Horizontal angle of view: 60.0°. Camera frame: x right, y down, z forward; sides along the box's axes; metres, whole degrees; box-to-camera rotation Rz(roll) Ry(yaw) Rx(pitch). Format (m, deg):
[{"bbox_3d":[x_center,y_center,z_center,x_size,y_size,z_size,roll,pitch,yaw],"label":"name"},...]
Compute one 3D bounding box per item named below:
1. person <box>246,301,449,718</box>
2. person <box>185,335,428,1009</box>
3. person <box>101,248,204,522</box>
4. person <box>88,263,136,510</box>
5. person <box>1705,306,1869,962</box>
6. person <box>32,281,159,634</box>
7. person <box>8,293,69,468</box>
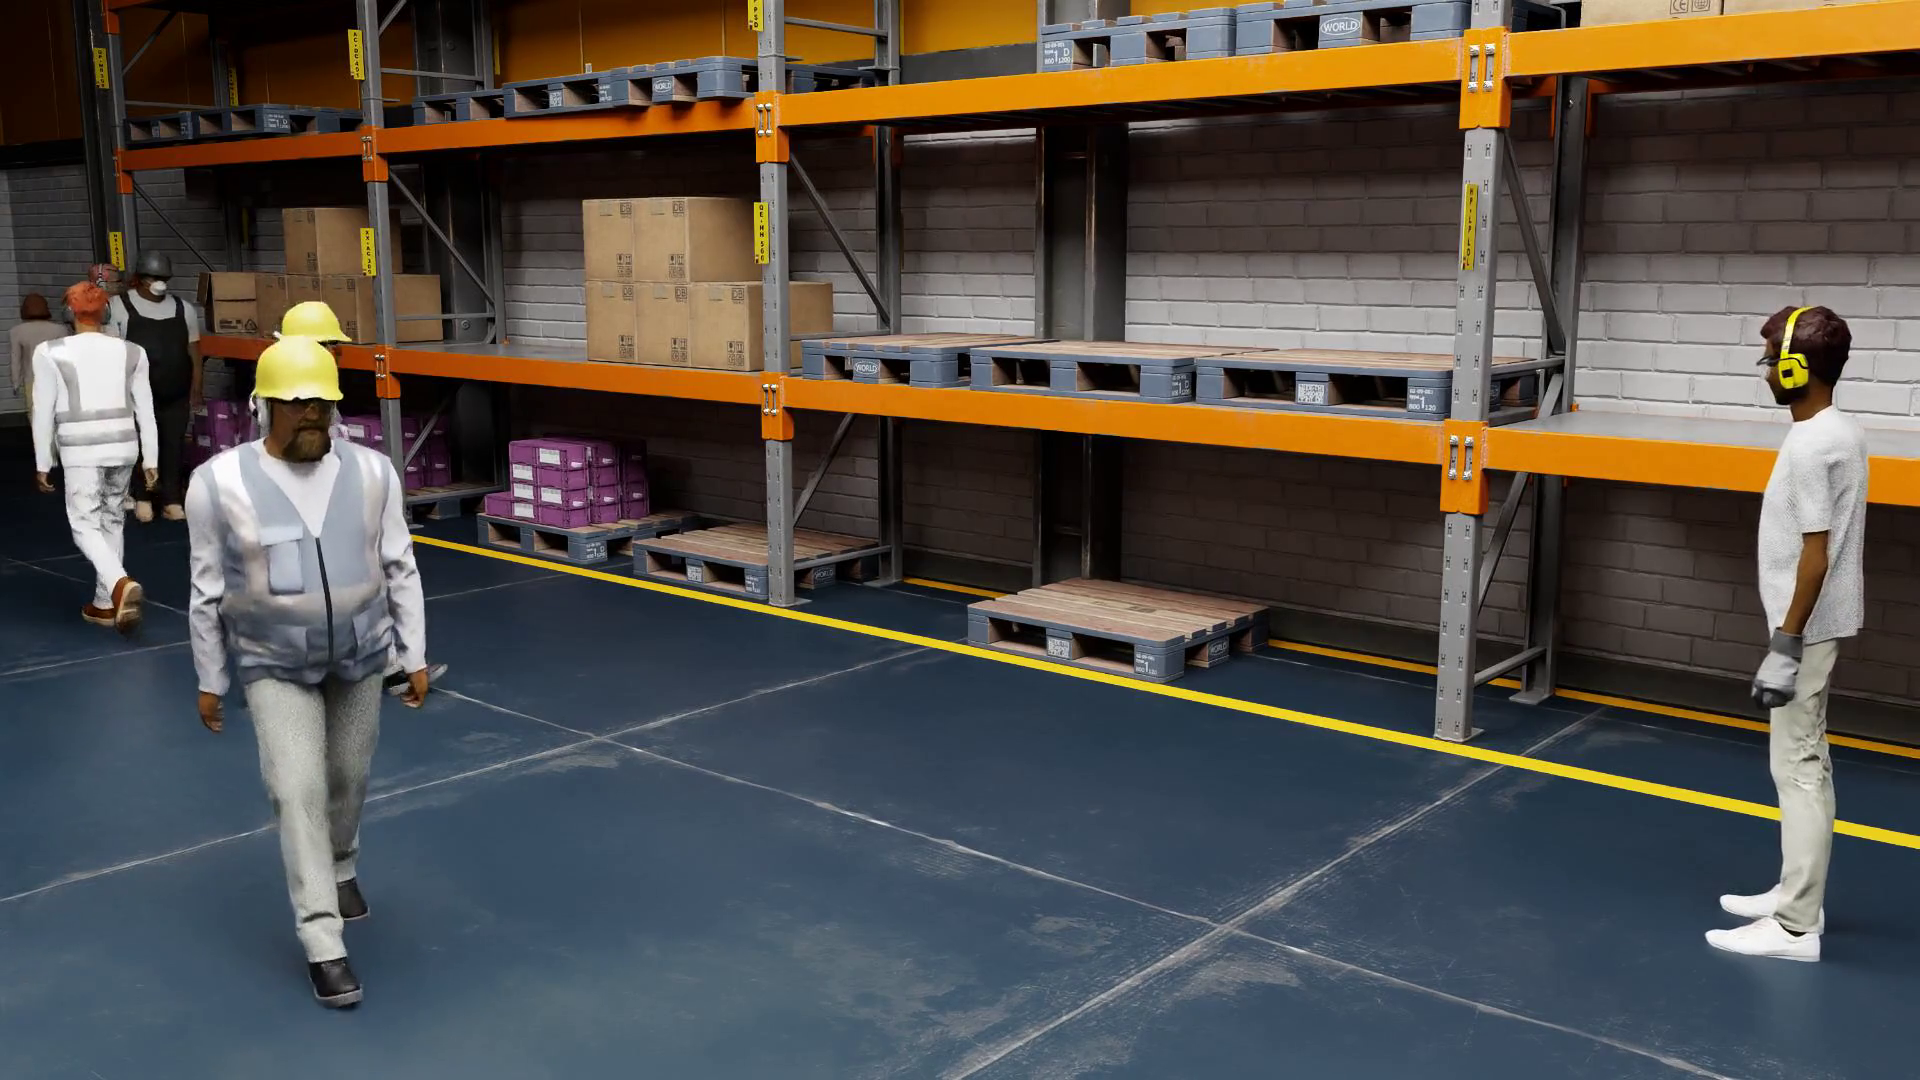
[{"bbox_3d":[-2.711,-0.126,7.222,0.908,1.786,0.608,-3,10,-16],"label":"person"},{"bbox_3d":[-1.812,0.319,4.690,0.613,1.793,0.848,-7,12,-36],"label":"person"},{"bbox_3d":[-5.910,-1.138,12.263,0.699,2.000,0.538,-10,14,-43],"label":"person"},{"bbox_3d":[-6.590,-1.189,12.932,0.403,1.906,0.652,-5,11,-27],"label":"person"},{"bbox_3d":[2.373,0.273,4.733,0.332,1.864,0.514,7,12,34],"label":"person"},{"bbox_3d":[-4.482,-0.423,8.721,0.816,1.857,0.586,8,13,40],"label":"person"},{"bbox_3d":[-8.354,-1.439,15.166,0.498,1.622,0.577,-7,12,-35],"label":"person"}]
